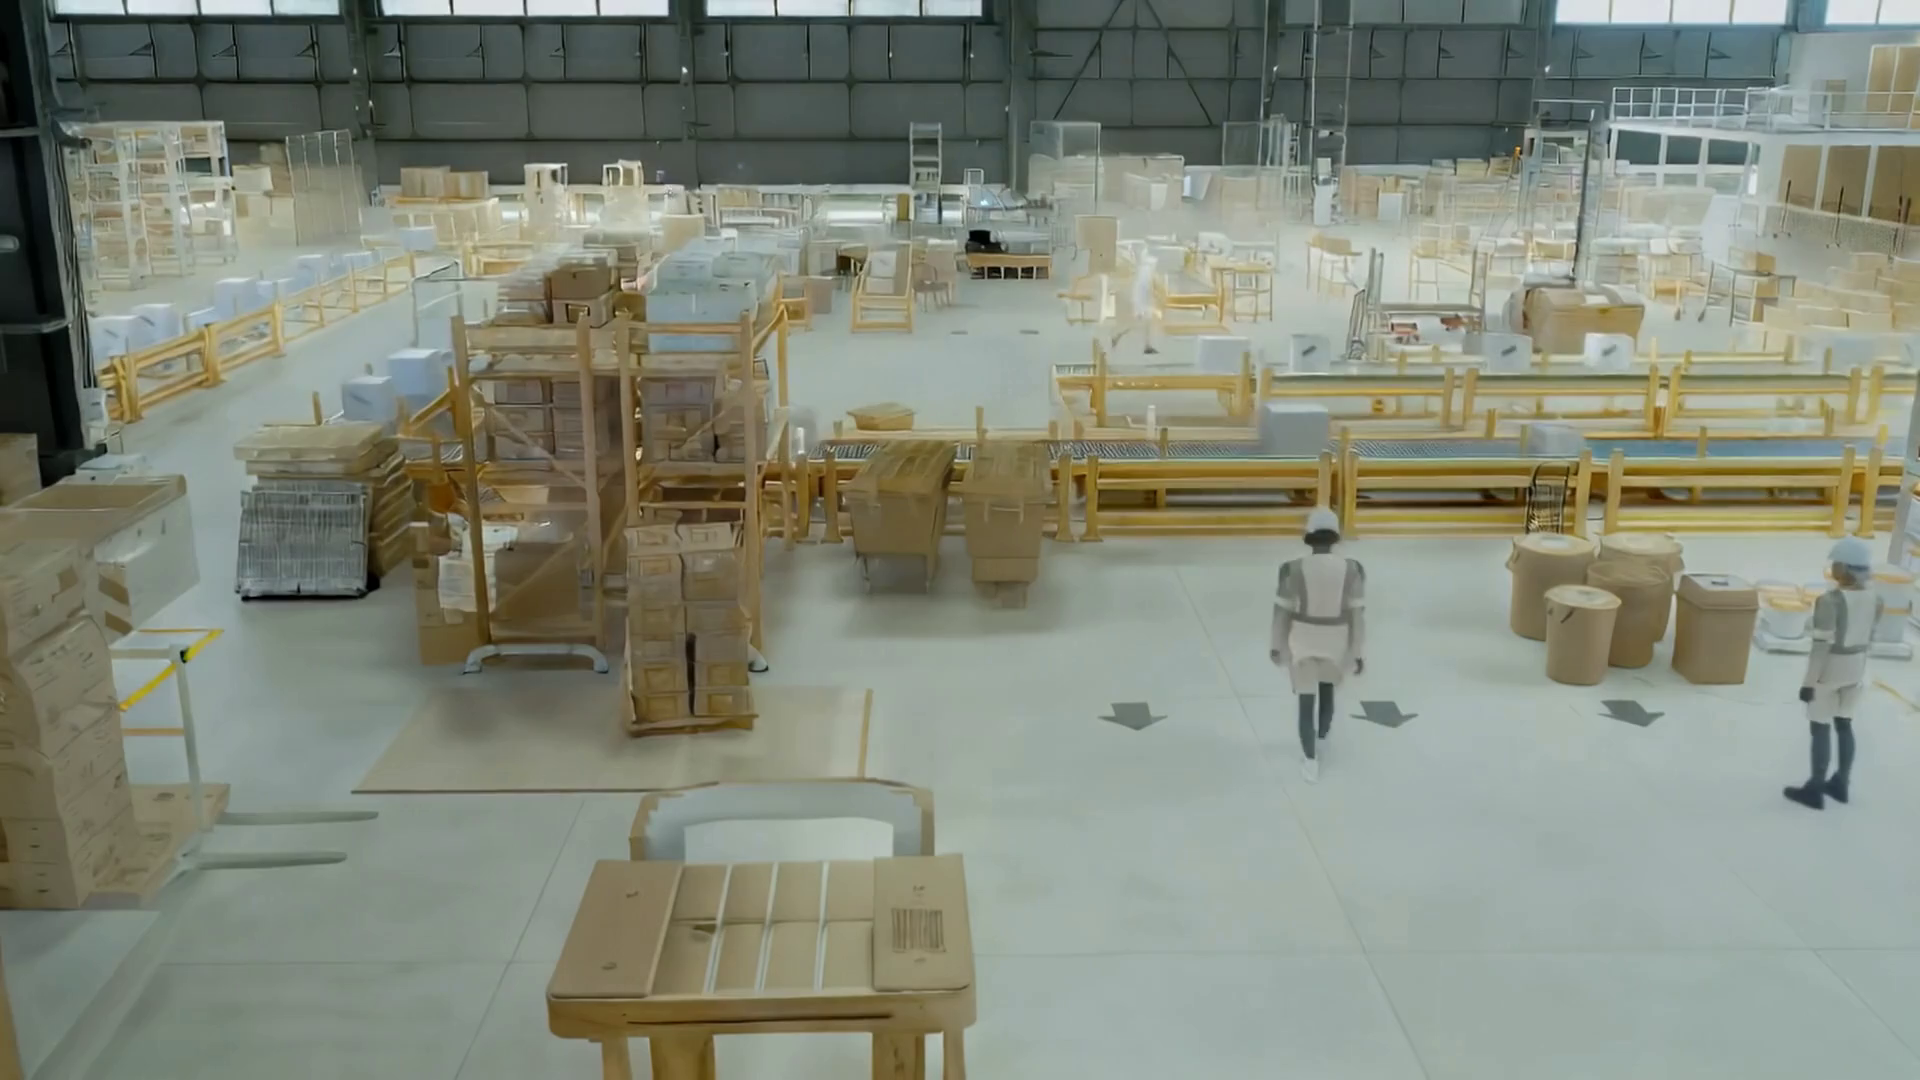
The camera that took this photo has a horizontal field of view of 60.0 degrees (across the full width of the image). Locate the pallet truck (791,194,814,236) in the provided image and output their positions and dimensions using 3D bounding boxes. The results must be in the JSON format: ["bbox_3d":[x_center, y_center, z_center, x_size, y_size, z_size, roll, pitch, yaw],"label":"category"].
[{"bbox_3d":[-4.814,-9.883,50.259,0.704,1.261,1.522,-1,16,-3],"label":"pallet truck"}]

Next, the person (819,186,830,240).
[{"bbox_3d":[-3.722,-8.864,45.871,0.308,1.769,0.525,-6,17,-21],"label":"person"}]

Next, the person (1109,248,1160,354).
[{"bbox_3d":[3.146,-4.252,29.615,0.812,1.899,0.561,-2,16,-8],"label":"person"}]

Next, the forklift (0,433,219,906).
[{"bbox_3d":[-5.952,0.780,10.366,1.873,2.768,1.129,0,16,-1],"label":"forklift"}]

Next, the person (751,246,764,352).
[{"bbox_3d":[-3.607,-4.310,29.843,0.667,1.874,0.831,-8,18,-25],"label":"person"}]

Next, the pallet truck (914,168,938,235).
[{"bbox_3d":[-0.989,-10.316,50.507,0.823,1.965,1.885,1,16,3],"label":"pallet truck"}]

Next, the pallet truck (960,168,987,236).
[{"bbox_3d":[0.383,-10.230,50.206,0.823,1.965,1.885,-1,16,-3],"label":"pallet truck"}]

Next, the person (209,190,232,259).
[{"bbox_3d":[-19.414,-8.293,43.769,0.618,1.824,0.609,6,17,20],"label":"person"}]

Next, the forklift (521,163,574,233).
[{"bbox_3d":[-12.233,-10.122,49.298,1.157,1.987,2.680,0,16,-1],"label":"forklift"}]

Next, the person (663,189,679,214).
[{"bbox_3d":[-7.183,-7.813,41.840,1.072,1.996,0.604,-3,16,-9],"label":"person"}]

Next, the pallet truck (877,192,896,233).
[{"bbox_3d":[-2.277,-9.986,50.594,0.653,1.274,1.630,0,16,-1],"label":"pallet truck"}]

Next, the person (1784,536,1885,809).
[{"bbox_3d":[6.071,0.916,11.571,0.551,1.934,0.373,-6,17,-21],"label":"person"}]

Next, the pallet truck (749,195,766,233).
[{"bbox_3d":[-6.051,-9.967,50.660,0.680,1.201,1.601,0,16,-1],"label":"pallet truck"}]

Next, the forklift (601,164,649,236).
[{"bbox_3d":[-9.948,-10.127,49.296,1.157,1.987,2.680,-1,16,-3],"label":"forklift"}]

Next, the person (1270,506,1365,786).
[{"bbox_3d":[2.574,0.725,12.085,0.647,2.016,0.793,1,16,2],"label":"person"}]

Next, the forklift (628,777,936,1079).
[{"bbox_3d":[-0.542,2.165,5.552,1.129,2.768,1.873,-1,16,-2],"label":"forklift"}]

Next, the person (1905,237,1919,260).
[{"bbox_3d":[18.424,-4.952,32.191,0.613,1.813,0.498,-3,16,-10],"label":"person"}]
